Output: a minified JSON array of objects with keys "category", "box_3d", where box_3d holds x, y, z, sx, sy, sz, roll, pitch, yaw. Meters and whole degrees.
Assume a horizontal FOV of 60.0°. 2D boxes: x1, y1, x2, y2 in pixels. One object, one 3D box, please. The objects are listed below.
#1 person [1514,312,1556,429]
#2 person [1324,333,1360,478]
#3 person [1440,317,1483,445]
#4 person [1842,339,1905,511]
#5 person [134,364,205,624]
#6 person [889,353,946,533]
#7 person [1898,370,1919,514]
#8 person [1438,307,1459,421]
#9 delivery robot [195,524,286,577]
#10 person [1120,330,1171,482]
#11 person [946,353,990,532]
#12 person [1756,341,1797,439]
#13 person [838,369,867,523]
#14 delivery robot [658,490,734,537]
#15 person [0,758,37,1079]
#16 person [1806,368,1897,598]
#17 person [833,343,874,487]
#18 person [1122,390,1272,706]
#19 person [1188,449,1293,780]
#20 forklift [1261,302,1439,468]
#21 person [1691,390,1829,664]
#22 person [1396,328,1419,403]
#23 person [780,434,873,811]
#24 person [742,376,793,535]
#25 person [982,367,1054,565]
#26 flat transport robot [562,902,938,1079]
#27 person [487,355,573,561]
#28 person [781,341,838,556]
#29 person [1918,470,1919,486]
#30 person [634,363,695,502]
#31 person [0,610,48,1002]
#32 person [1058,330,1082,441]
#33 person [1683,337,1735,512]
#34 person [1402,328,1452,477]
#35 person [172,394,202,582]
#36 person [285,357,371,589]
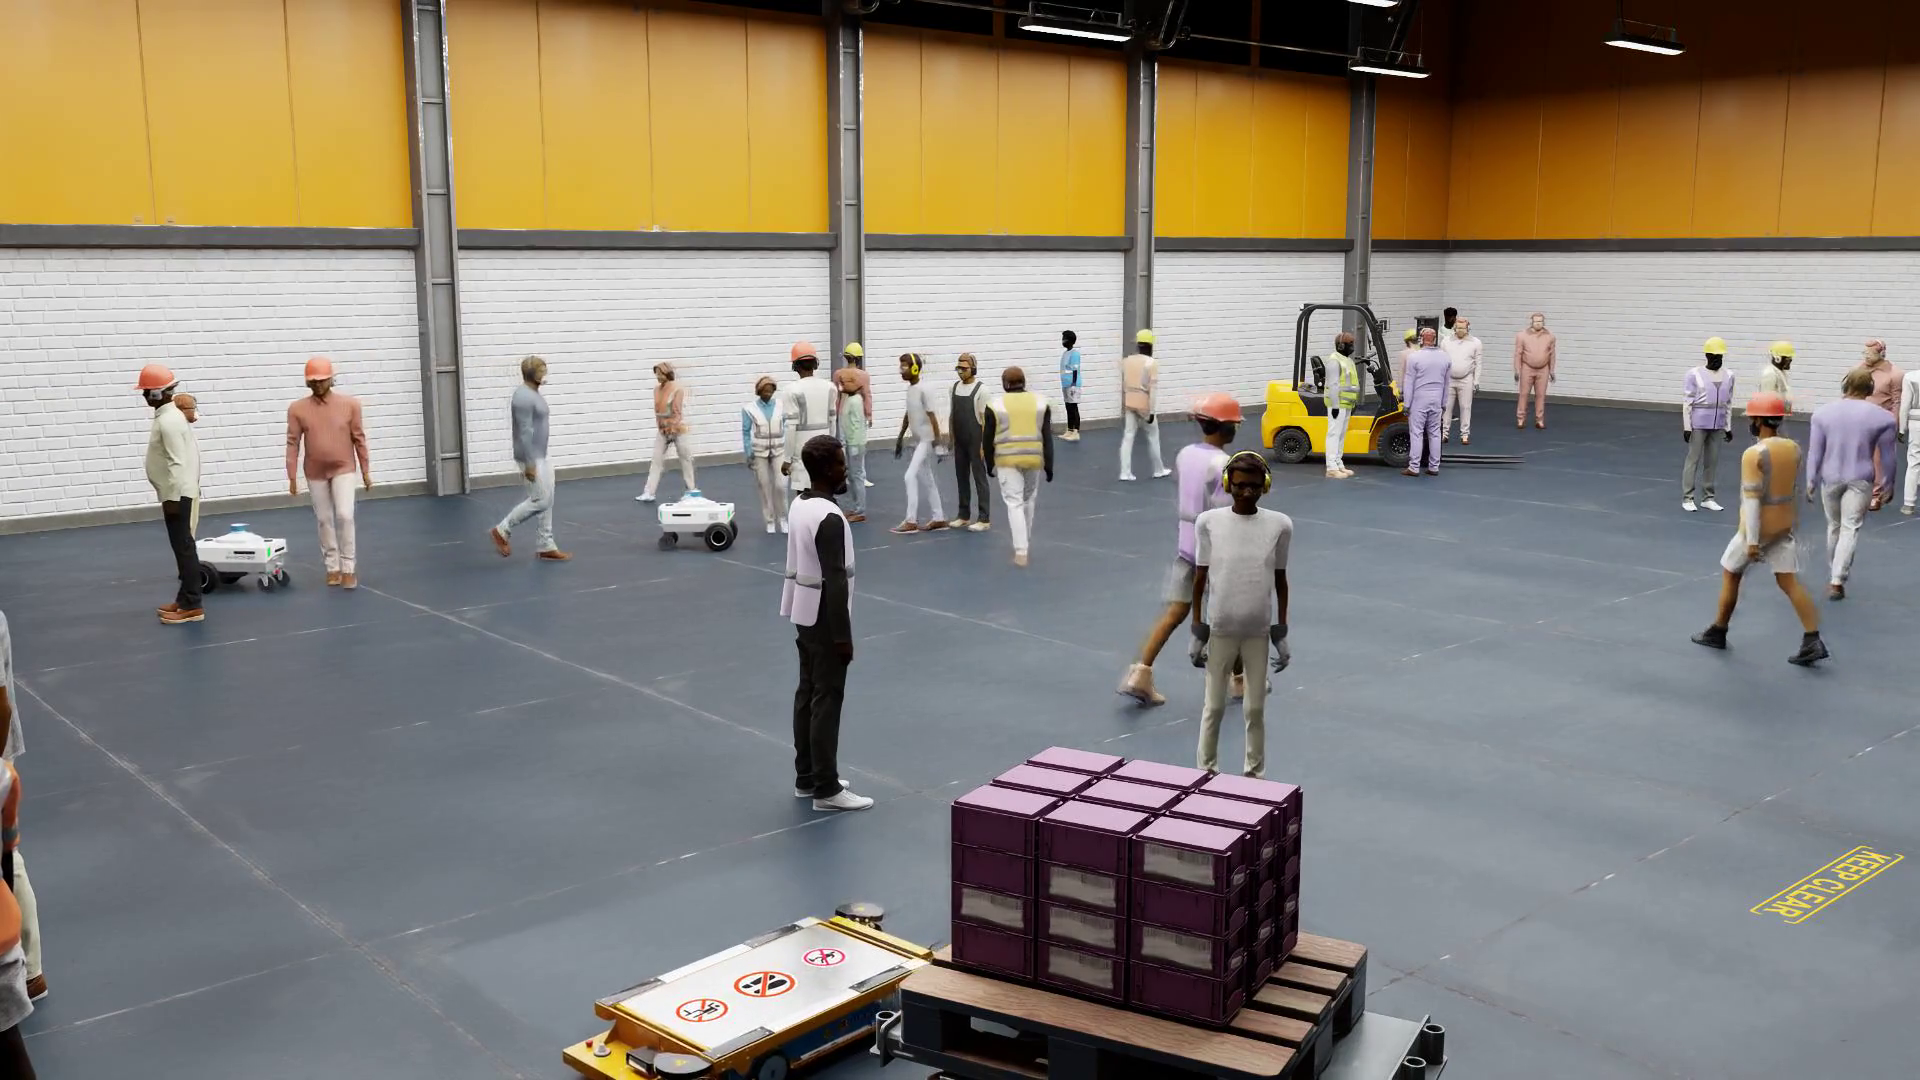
[{"category":"person","box_3d":[9.387,-2.763,27.159,0.651,1.904,0.403,1,10,7]},{"category":"person","box_3d":[4.868,-1.712,21.209,0.430,1.838,0.619,5,11,29]},{"category":"person","box_3d":[7.460,-2.376,24.899,0.638,1.906,0.407,4,11,23]},{"category":"person","box_3d":[10.090,-1.276,18.476,0.401,1.901,0.640,-7,12,-34]},{"category":"person","box_3d":[-6.077,-0.355,12.807,0.392,1.991,0.613,-4,11,-24]},{"category":"person","box_3d":[-0.466,-0.967,16.857,0.805,1.830,0.599,-4,10,-22]},{"category":"person","box_3d":[10.531,-1.203,18.088,0.573,1.883,0.354,5,11,28]},{"category":"person","box_3d":[8.312,-2.998,28.415,0.612,1.952,0.388,-7,12,-35]},{"category":"delivery robot","box_3d":[-6.077,0.106,14.033,0.707,0.478,0.477,0,10,3]},{"category":"person","box_3d":[2.333,-1.689,20.920,0.601,1.889,0.907,9,13,42]},{"category":"person","box_3d":[0.089,-1.000,17.059,0.504,1.837,0.356,9,13,42]},{"category":"person","box_3d":[9.693,-1.465,19.817,0.420,1.813,0.610,6,12,33]},{"category":"person","box_3d":[-1.143,-0.996,17.643,0.297,1.622,0.503,-2,10,-14]},{"category":"delivery robot","box_3d":[-2.542,-0.236,16.038,0.707,0.478,0.477,0,10,-2]},{"category":"person","box_3d":[-2.871,1.173,4.722,0.317,1.695,0.540,2,10,9]},{"category":"person","box_3d":[7.427,-0.484,13.877,0.651,1.887,1.021,7,12,37]},{"category":"person","box_3d":[-1.295,-1.519,20.285,0.533,1.767,0.322,5,11,26]},{"category":"person","box_3d":[1.496,0.064,10.378,1.048,2.004,0.631,-5,11,-29]},{"category":"person","box_3d":[1.400,0.476,8.331,0.507,1.861,0.329,0,10,3]},{"category":"forklift","box_3d":[5.320,-2.157,22.763,2.313,2.155,1.214,3,10,16]},{"category":"person","box_3d":[5.642,-0.092,11.587,0.541,1.896,1.016,-4,10,-22]},{"category":"person","box_3d":[6.755,-2.285,24.858,0.572,1.740,0.443,-4,10,-20]},{"category":"person","box_3d":[-0.703,0.419,8.484,0.392,1.922,0.592,-4,11,-24]},{"category":"person","box_3d":[-1.920,-0.850,16.777,0.531,1.613,0.518,-2,10,-11]},{"category":"person","box_3d":[0.508,-0.698,15.416,0.629,1.794,0.920,-3,10,-16]},{"category":"flat transport robot","box_3d":[-0.648,1.665,6.011,0.652,0.197,1.431,9,13,41]},{"category":"person","box_3d":[-3.947,-0.735,15.225,0.646,1.926,0.642,0,10,-1]},{"category":"person","box_3d":[-1.409,-0.812,15.348,0.607,2.039,0.395,-9,13,-43]},{"category":"person","box_3d":[11.896,-1.443,20.261,0.584,1.630,0.342,-8,13,-39]},{"category":"person","box_3d":[-3.352,-1.206,18.949,0.514,1.598,0.818,7,12,37]},{"category":"person","box_3d":[-3.667,0.841,6.185,0.326,1.865,0.518,-8,13,-40]},{"category":"person","box_3d":[1.689,-2.365,25.460,0.320,1.690,0.536,-3,10,-16]},{"category":"person","box_3d":[8.275,-1.276,18.390,0.585,1.927,0.366,-2,10,-10]},{"category":"person","box_3d":[5.957,-1.761,21.319,0.640,1.902,0.402,-3,10,-18]},{"category":"person","box_3d":[-6.693,-0.452,14.422,0.269,1.631,0.509,-2,10,-11]},{"category":"person","box_3d":[-5.343,-0.555,14.024,0.661,1.965,0.750,-2,10,-13]}]
